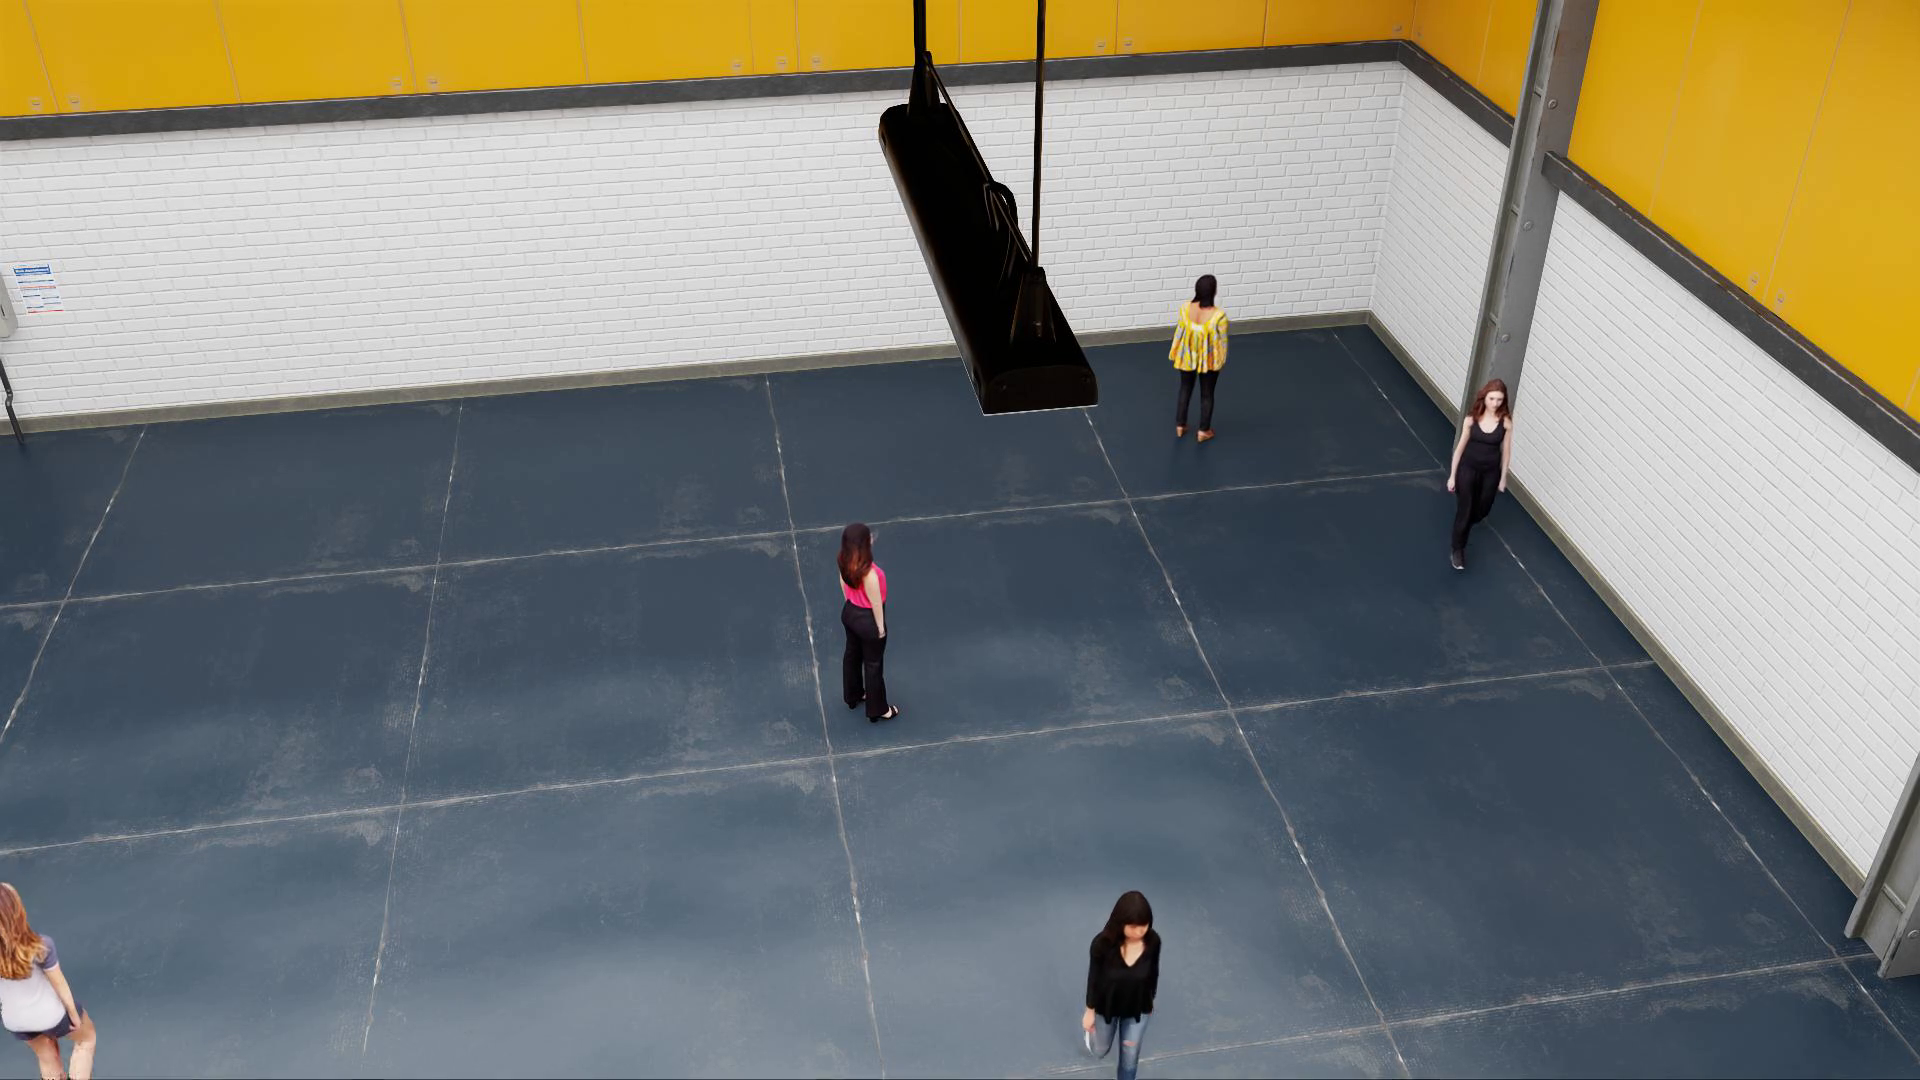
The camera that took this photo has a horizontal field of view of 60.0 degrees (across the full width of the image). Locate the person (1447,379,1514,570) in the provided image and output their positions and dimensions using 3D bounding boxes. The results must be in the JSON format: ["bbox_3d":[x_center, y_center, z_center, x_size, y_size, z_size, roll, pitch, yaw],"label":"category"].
[{"bbox_3d":[4.261,-0.602,13.681,0.809,1.721,0.997,8,35,12],"label":"person"}]

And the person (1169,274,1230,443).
[{"bbox_3d":[2.212,-1.673,15.353,0.885,1.654,0.941,17,37,24],"label":"person"}]

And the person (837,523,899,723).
[{"bbox_3d":[-0.682,0.579,11.965,0.720,1.653,0.614,-25,41,-32],"label":"person"}]

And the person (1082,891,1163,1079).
[{"bbox_3d":[0.856,2.489,9.113,0.606,1.630,0.903,-4,34,-6],"label":"person"}]

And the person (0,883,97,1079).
[{"bbox_3d":[-4.957,2.580,8.892,0.628,1.723,0.694,-2,34,-3],"label":"person"}]
